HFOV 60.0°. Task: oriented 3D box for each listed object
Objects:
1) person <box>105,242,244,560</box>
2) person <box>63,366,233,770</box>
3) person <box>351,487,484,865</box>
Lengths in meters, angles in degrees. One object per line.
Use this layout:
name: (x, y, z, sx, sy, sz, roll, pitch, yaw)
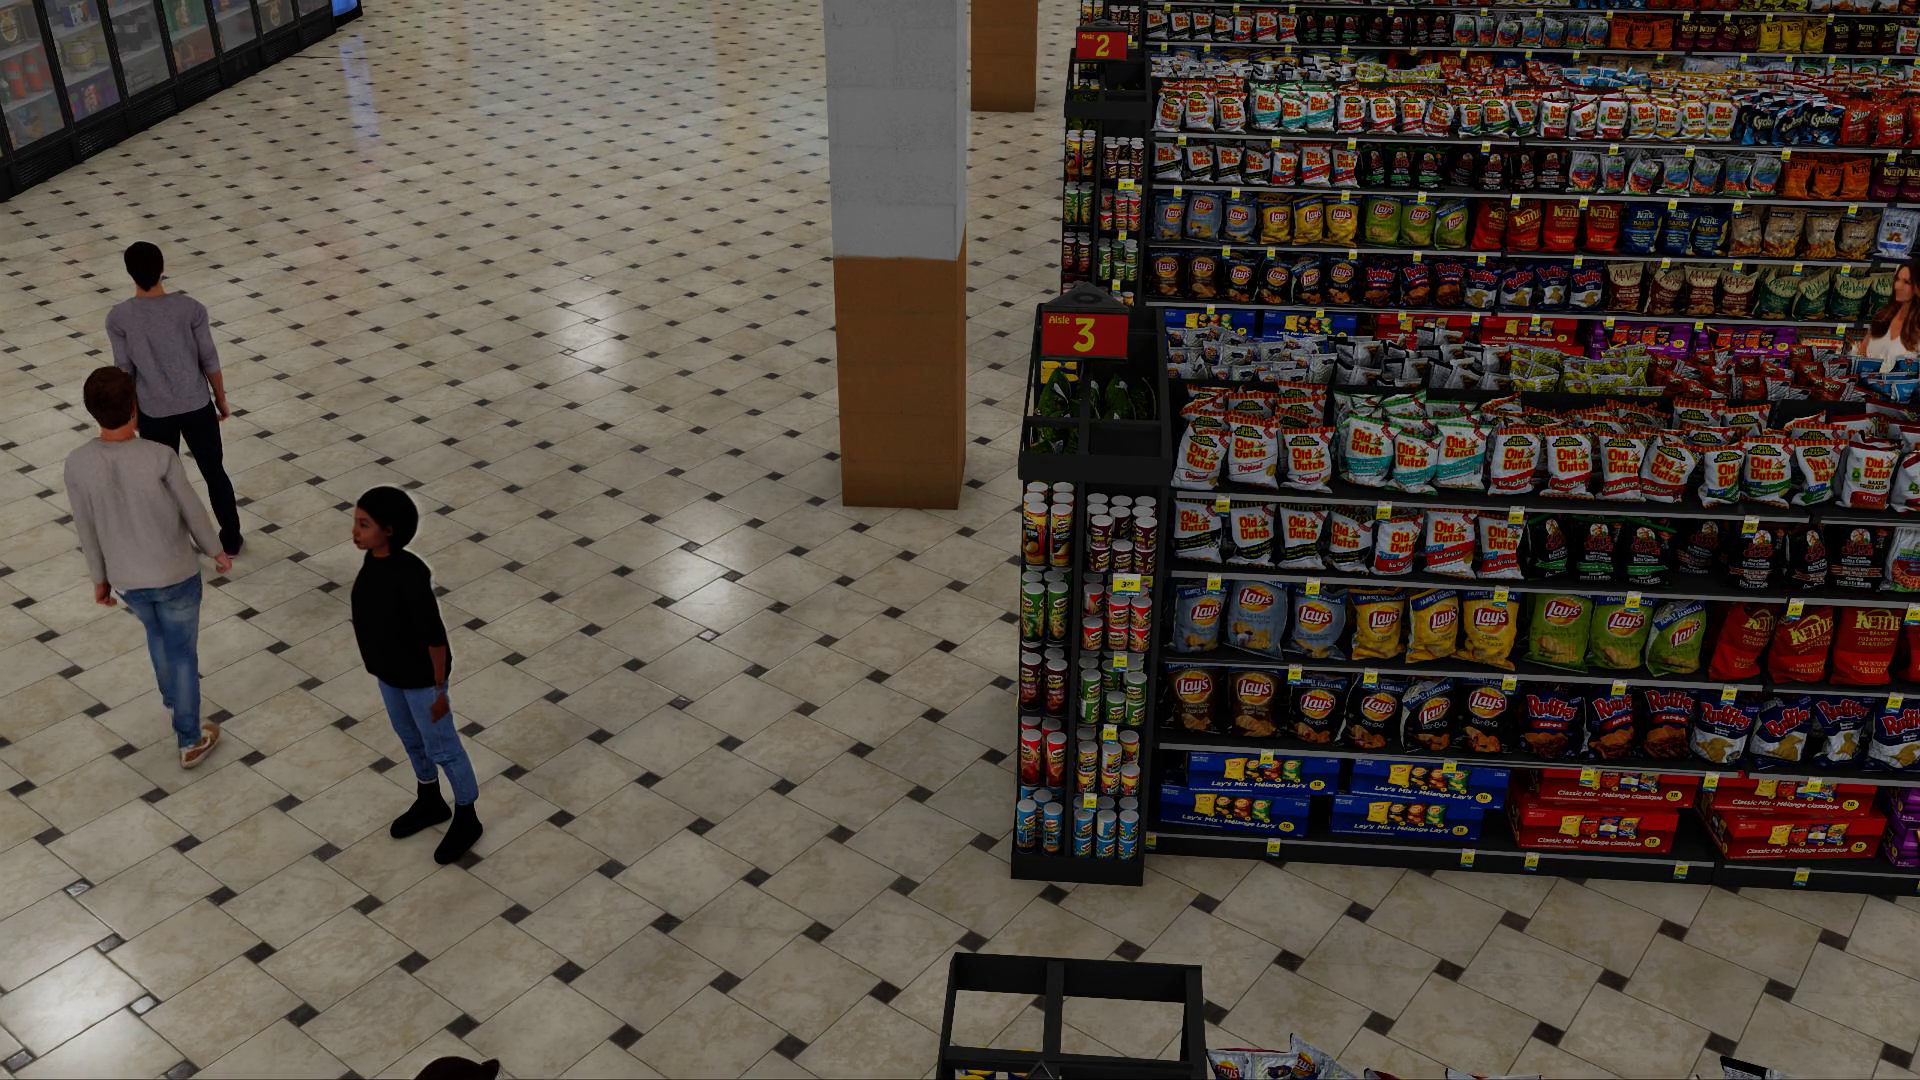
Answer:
person: (-4.247, -0.720, 8.999, 0.682, 1.843, 0.797, -14, 32, -24)
person: (-3.559, 0.190, 7.290, 0.757, 1.884, 0.784, -1, 29, -2)
person: (-2.240, 0.549, 6.825, 0.634, 1.701, 0.723, 21, 35, 33)
